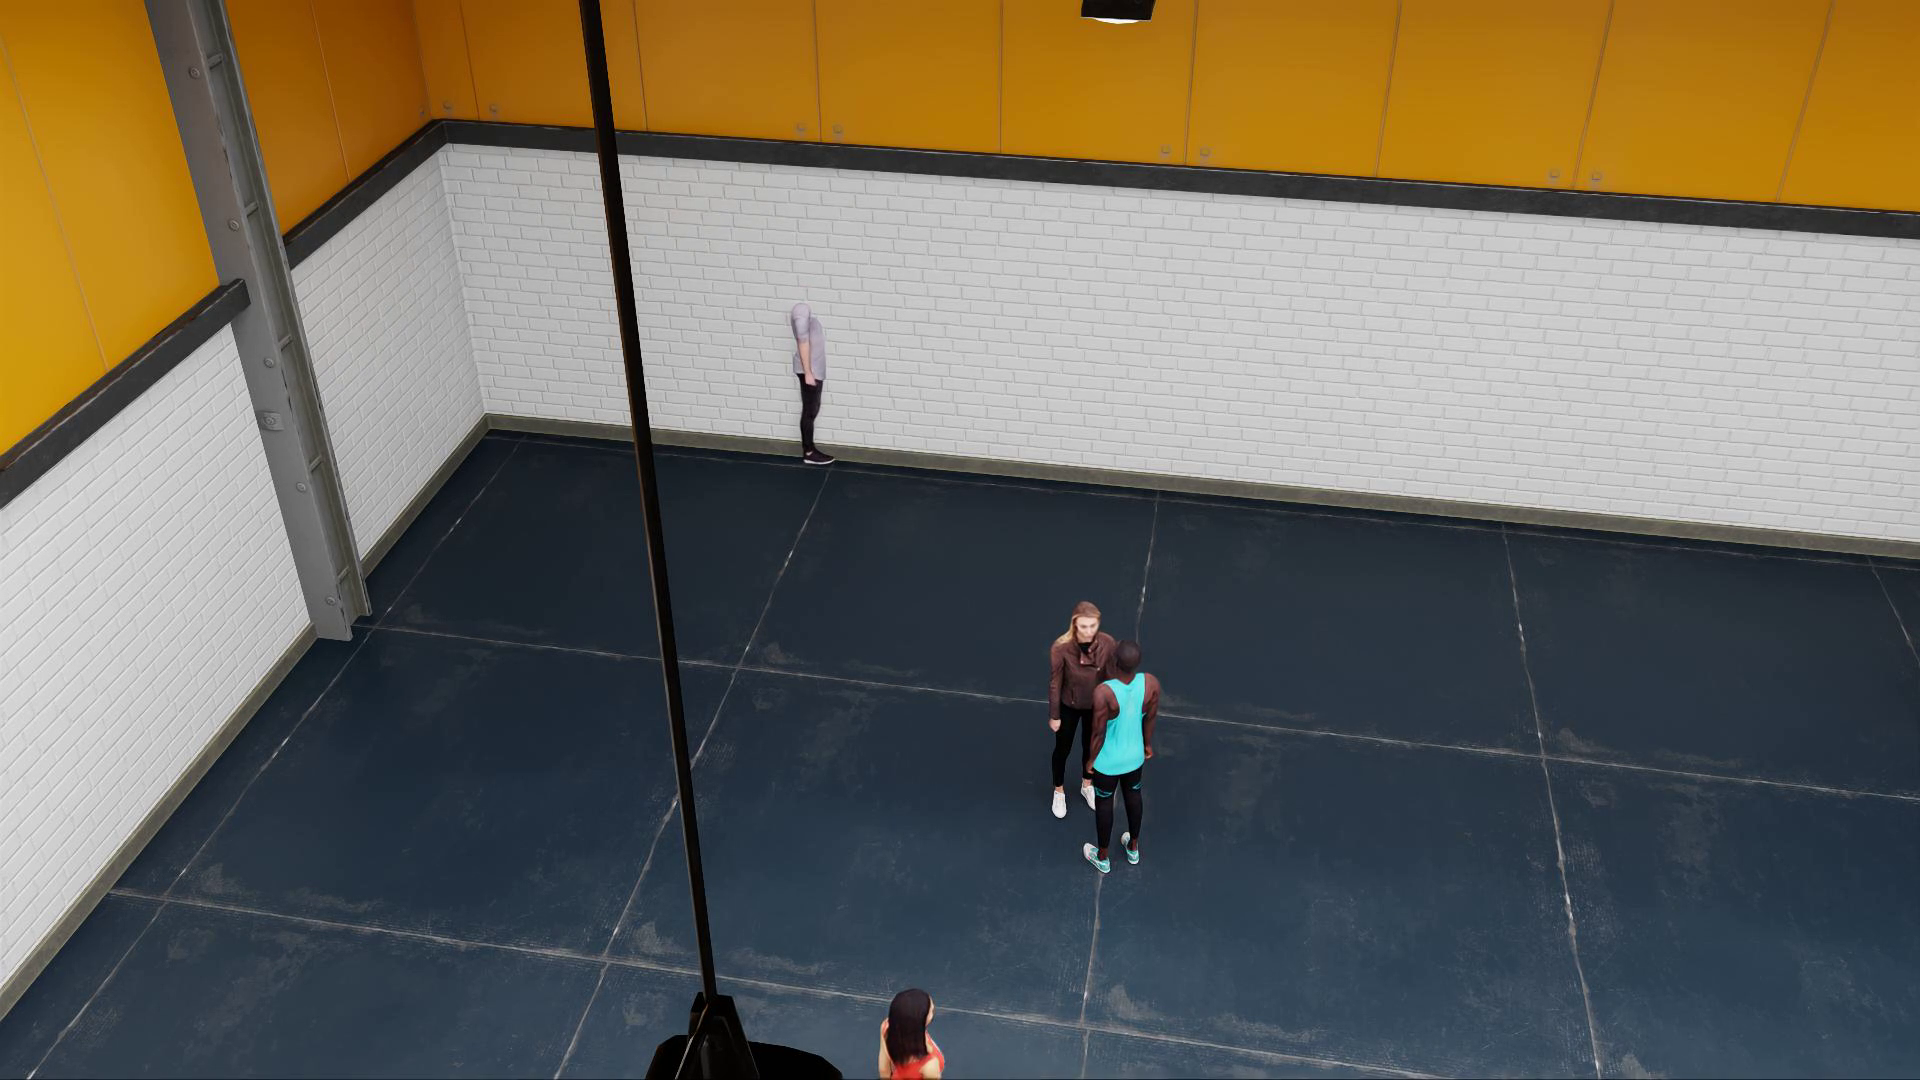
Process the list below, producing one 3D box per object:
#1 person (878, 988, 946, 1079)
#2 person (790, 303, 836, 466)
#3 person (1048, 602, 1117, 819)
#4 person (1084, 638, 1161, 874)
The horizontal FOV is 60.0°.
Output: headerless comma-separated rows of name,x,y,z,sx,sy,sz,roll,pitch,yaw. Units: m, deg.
person,-0.229,2.885,8.414,0.699,1.719,0.672,-28,43,-35
person,-1.358,-1.581,15.028,0.759,1.834,0.567,2,34,2
person,0.803,1.105,11.105,0.670,1.704,0.642,-8,34,-11
person,1.018,1.371,10.609,0.692,1.810,0.688,-12,35,-17
